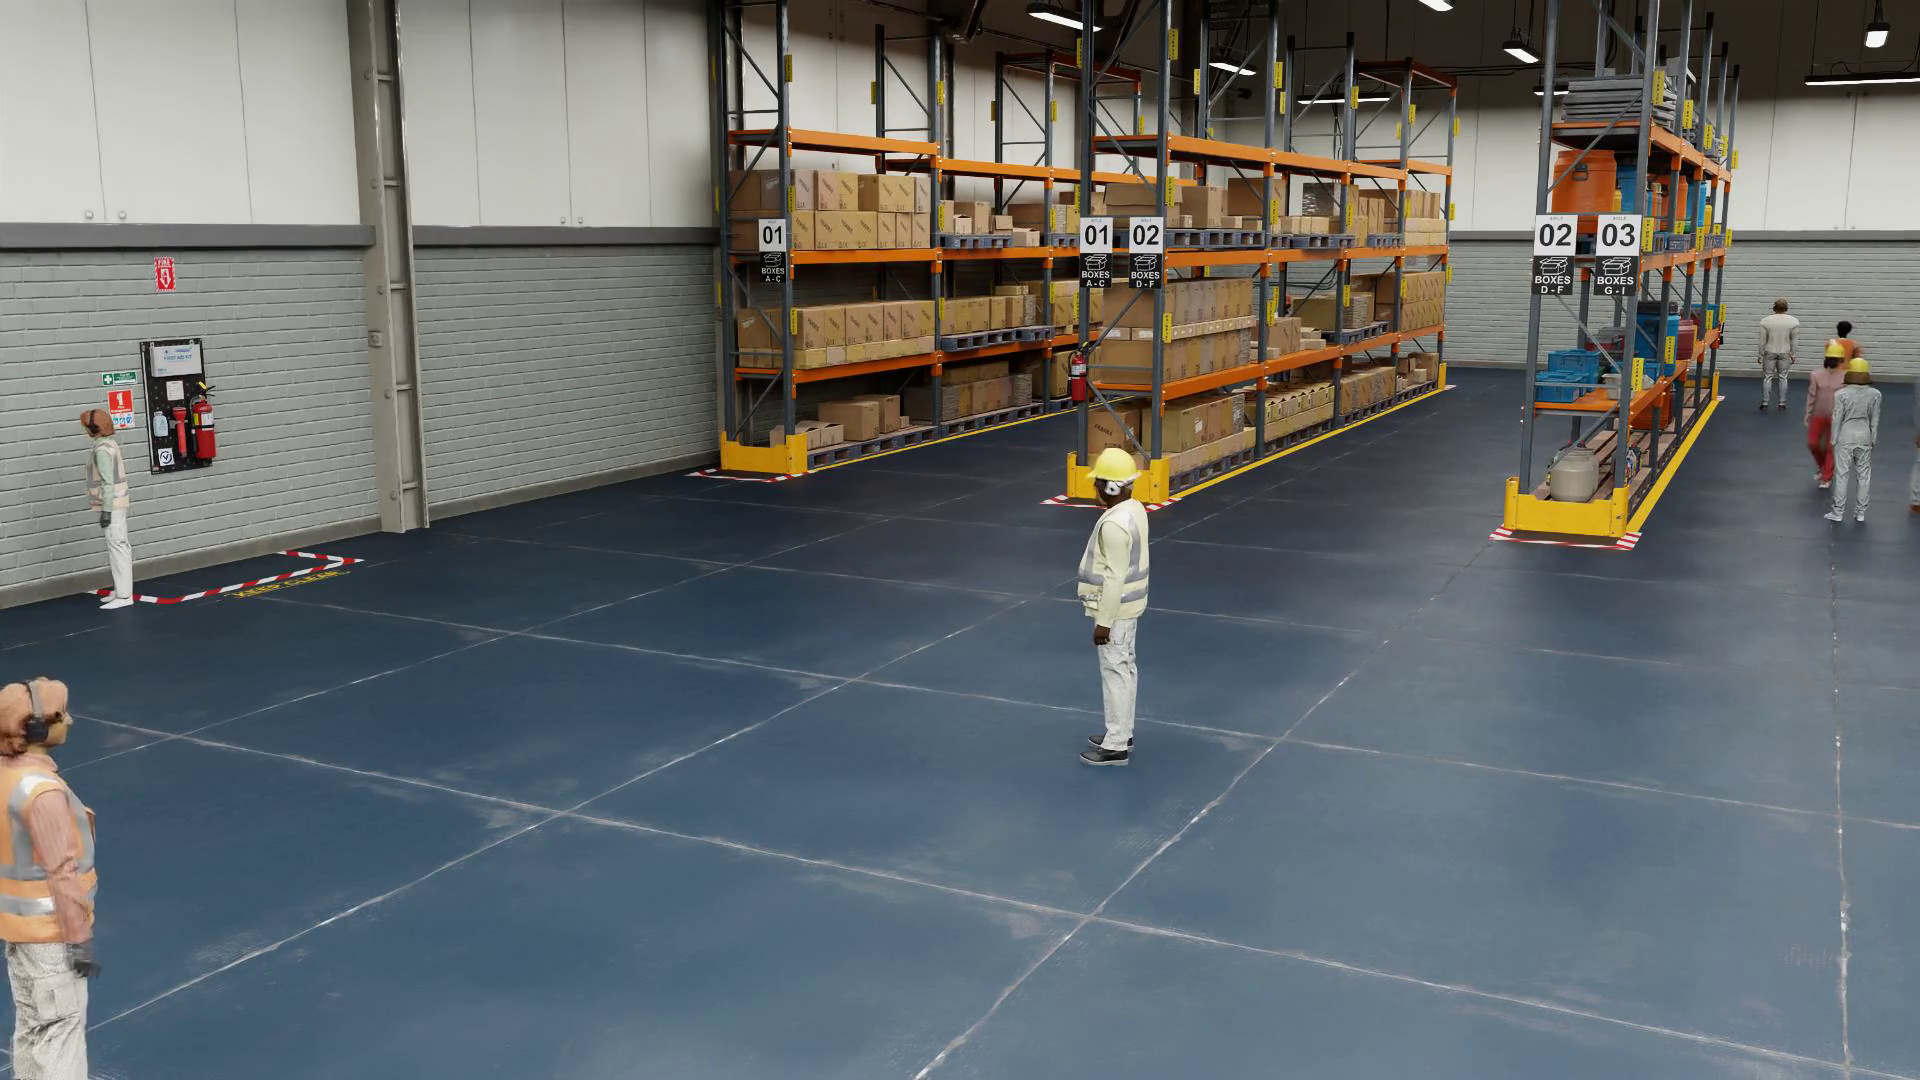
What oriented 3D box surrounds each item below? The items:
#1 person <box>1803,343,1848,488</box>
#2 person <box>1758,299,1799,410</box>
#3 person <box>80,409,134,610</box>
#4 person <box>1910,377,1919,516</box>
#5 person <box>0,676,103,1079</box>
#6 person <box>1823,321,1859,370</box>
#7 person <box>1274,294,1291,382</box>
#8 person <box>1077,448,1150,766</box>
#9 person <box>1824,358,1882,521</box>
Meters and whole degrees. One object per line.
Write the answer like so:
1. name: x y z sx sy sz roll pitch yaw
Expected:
1. person: 10.495 -1.506 20.073 0.545 1.753 0.442 9 14 41
2. person: 14.209 -3.220 28.927 0.630 1.940 0.371 4 11 20
3. person: -6.943 -0.254 13.575 0.314 1.637 0.514 -4 11 -22
4. person: 10.456 -1.127 17.655 0.636 1.880 1.029 1 10 8
5. person: -2.940 1.252 5.372 0.524 1.637 0.318 10 14 43
6. person: 14.035 -2.661 26.603 0.553 1.659 0.833 2 11 11
7. person: 5.665 -3.327 29.272 0.630 2.027 0.431 5 12 25
8. person: 0.878 0.381 9.580 0.404 1.833 0.590 3 11 15
9. person: 9.508 -1.067 17.714 0.486 1.745 0.293 1 10 4
